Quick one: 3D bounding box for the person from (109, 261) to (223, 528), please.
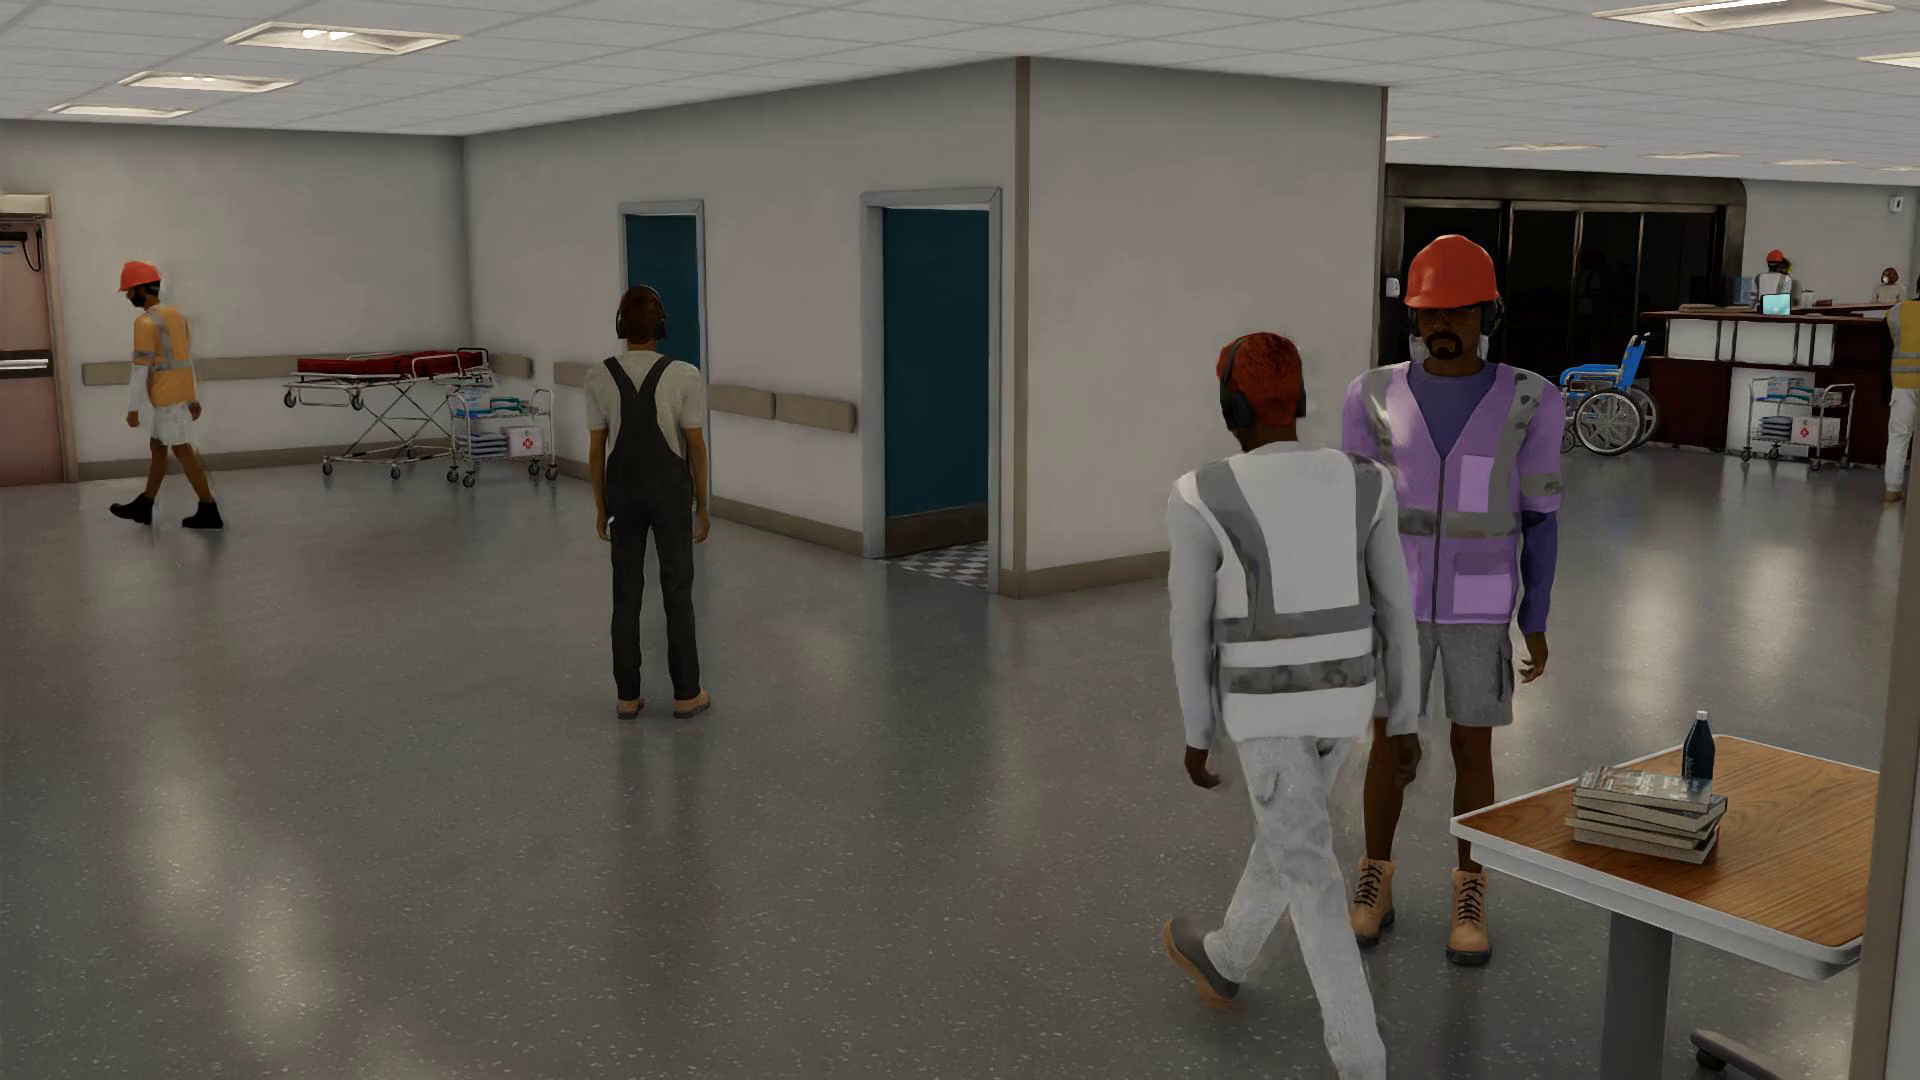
[{"bbox_3d":[-5.698,-0.999,11.701,0.946,1.886,0.567,0,10,1],"label":"person"}]

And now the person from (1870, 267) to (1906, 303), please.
[{"bbox_3d":[15.036,-3.601,27.002,0.507,1.631,0.281,9,14,42],"label":"person"}]

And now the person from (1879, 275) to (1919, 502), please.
[{"bbox_3d":[7.462,-1.185,12.882,0.430,1.845,0.619,-8,13,-40],"label":"person"}]

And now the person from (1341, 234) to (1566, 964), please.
[{"bbox_3d":[1.346,0.178,4.678,0.615,2.042,0.374,4,11,22],"label":"person"}]

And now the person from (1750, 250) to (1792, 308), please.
[{"bbox_3d":[11.682,-3.211,23.995,0.546,1.928,0.388,10,14,43],"label":"person"}]

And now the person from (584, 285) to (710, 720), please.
[{"bbox_3d":[-1.315,-0.148,7.056,0.508,1.846,0.345,0,10,0],"label":"person"}]

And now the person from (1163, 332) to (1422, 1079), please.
[{"bbox_3d":[0.791,0.418,4.012,0.574,1.814,1.009,-4,11,-20],"label":"person"}]
